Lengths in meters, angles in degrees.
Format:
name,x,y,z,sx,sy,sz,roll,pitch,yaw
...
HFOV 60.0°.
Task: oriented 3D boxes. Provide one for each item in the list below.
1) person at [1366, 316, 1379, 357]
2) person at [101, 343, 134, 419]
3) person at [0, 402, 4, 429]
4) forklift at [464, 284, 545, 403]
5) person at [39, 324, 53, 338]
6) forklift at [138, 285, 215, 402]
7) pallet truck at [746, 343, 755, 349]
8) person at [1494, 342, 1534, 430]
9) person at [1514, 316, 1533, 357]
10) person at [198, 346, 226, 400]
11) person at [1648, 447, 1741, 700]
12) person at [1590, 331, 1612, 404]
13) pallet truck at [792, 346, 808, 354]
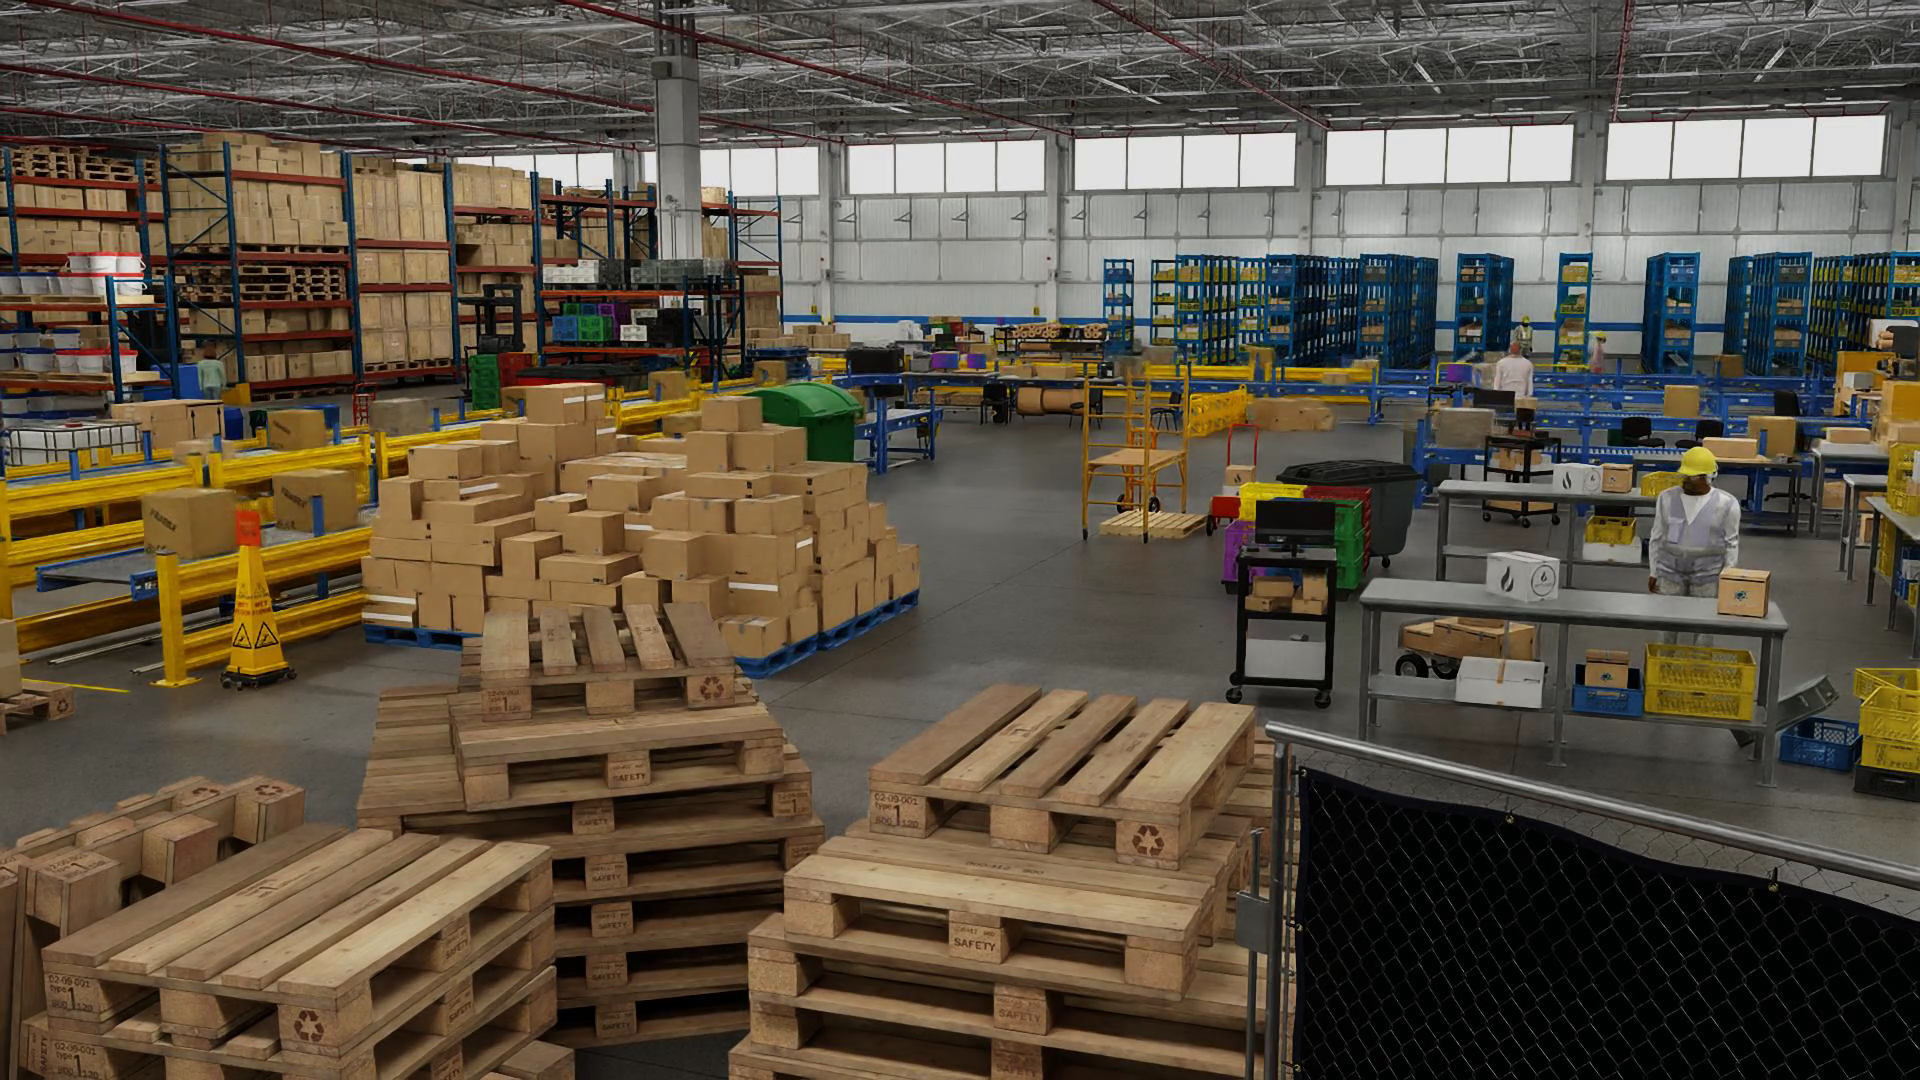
name,x,y,z,sx,sy,sz,roll,pitch,yaw
person,12.612,-6.031,50.730,0.608,1.995,0.378,-8,12,-43
person,-14.316,-2.422,28.297,0.384,1.929,0.539,5,10,30
person,-14.947,-1.827,25.525,0.516,1.617,0.486,5,10,28
forklift,-10.832,-4.702,39.610,1.129,2.768,1.873,3,10,20
person,-25.161,-5.086,45.733,0.318,1.697,0.535,5,10,30
forklift,-17.480,-4.200,36.461,1.873,2.768,1.129,3,10,19
pallet truck,-6.183,-4.618,44.264,1.601,1.201,0.680,-9,12,-43
person,9.527,-2.466,28.674,0.644,1.899,0.396,0,9,2
person,16.953,-5.828,50.003,0.599,1.818,0.403,-2,9,-12
person,-14.821,-3.023,32.973,0.507,1.631,0.266,-1,9,-7
person,5.215,0.241,11.879,0.586,1.825,0.404,6,11,34
person,15.021,-4.017,38.895,0.868,1.721,0.551,4,10,22
pallet truck,-3.705,-4.298,42.022,0.653,1.274,1.630,3,10,20
